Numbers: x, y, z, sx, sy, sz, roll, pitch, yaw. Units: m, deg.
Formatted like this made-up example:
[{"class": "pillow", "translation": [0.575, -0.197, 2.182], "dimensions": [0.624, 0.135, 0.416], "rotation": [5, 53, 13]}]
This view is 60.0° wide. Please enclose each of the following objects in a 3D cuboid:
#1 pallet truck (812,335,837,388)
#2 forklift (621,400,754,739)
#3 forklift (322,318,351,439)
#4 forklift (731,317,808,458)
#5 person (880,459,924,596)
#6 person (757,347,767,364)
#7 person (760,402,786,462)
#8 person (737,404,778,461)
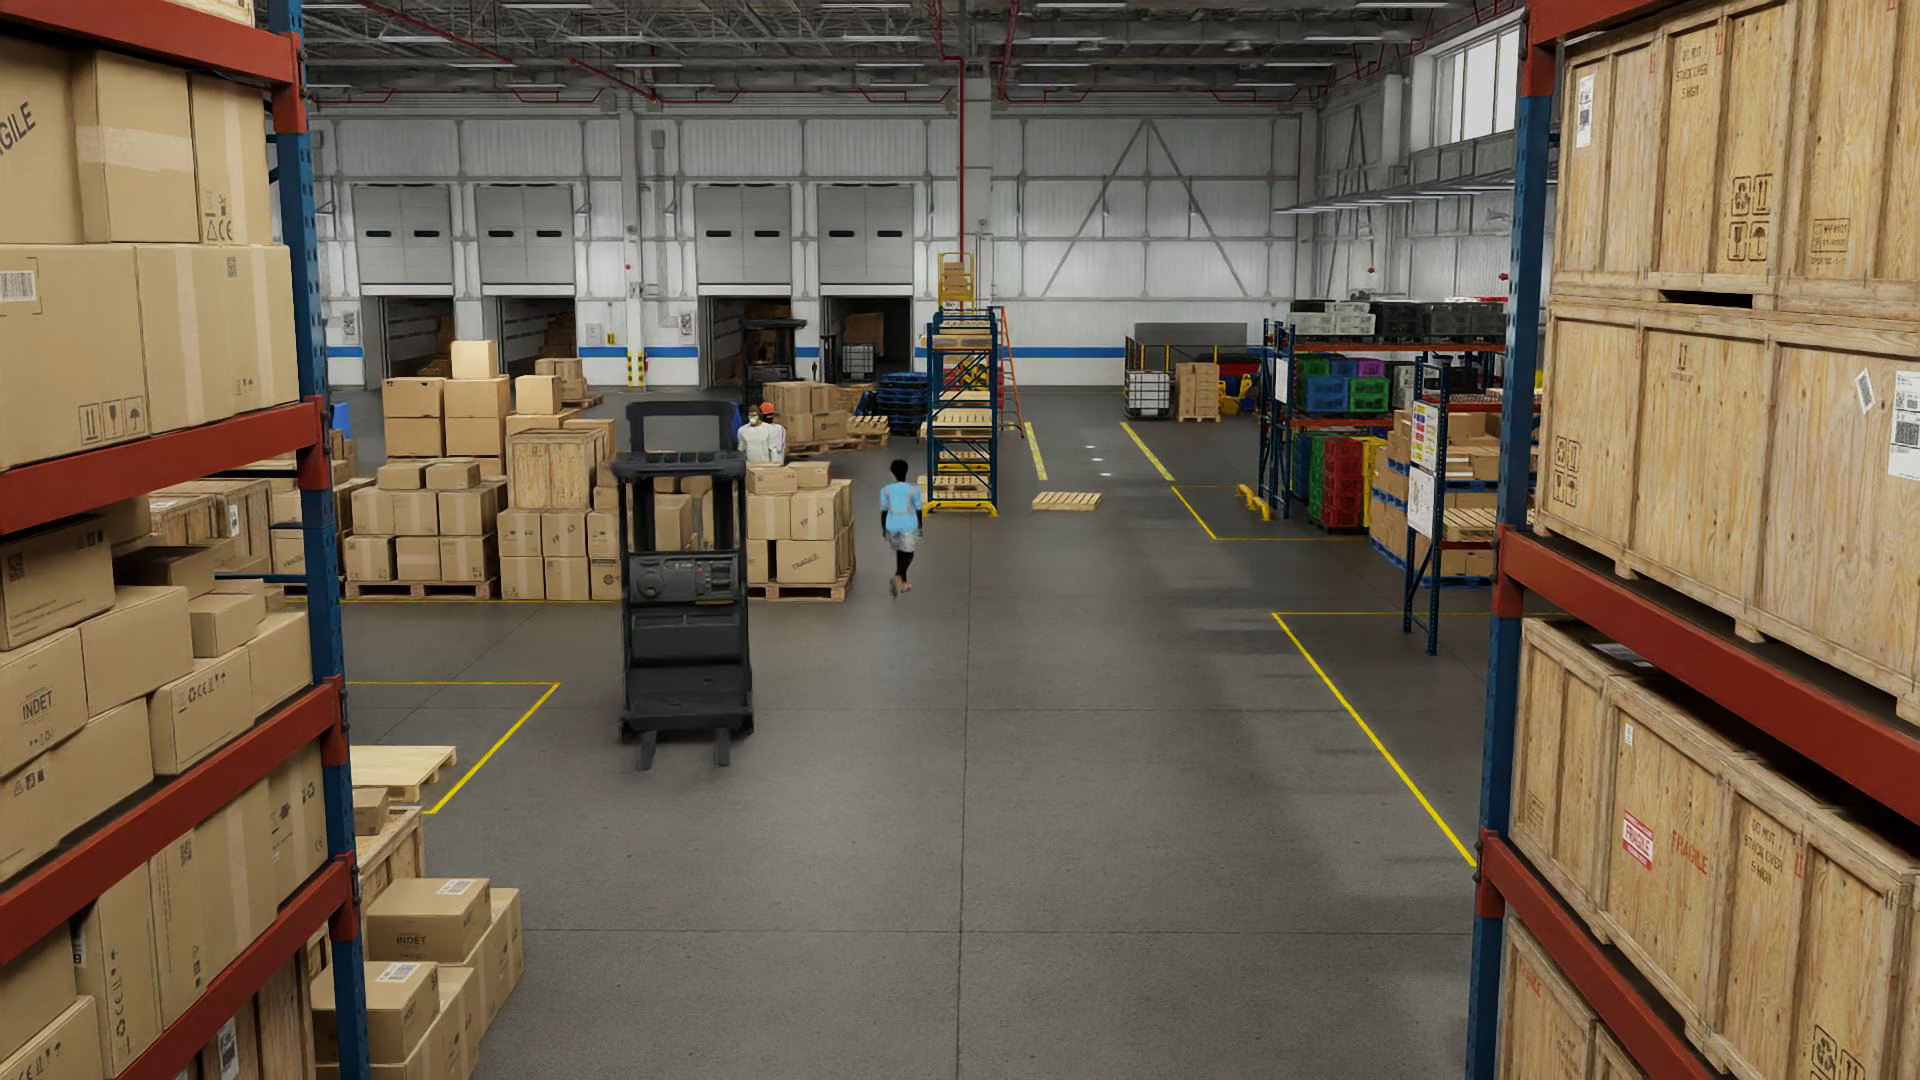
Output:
[{"class": "pallet truck", "translation": [-3.021, -4.312, 43.126], "dimensions": [1.885, 1.965, 0.823], "rotation": [3, 10, 17]}, {"class": "forklift", "translation": [-2.450, 0.154, 14.815], "dimensions": [1.129, 2.768, 1.873], "rotation": [-1, 10, -8]}, {"class": "forklift", "translation": [-13.005, -3.008, 33.057], "dimensions": [1.129, 2.768, 1.873], "rotation": [0, 10, 1]}, {"class": "forklift", "translation": [-3.956, -3.089, 33.522], "dimensions": [1.129, 2.768, 1.873], "rotation": [-5, 11, -27]}, {"class": "person", "translation": [-0.727, -0.141, 20.018], "dimensions": [0.528, 1.662, 0.731], "rotation": [3, 10, 19]}, {"class": "person", "translation": [-5.090, -4.127, 42.925], "dimensions": [0.318, 1.698, 0.533], "rotation": [-3, 10, -16]}, {"class": "person", "translation": [-2.819, -1.075, 24.640], "dimensions": [0.376, 1.933, 0.545], "rotation": [8, 12, 37]}, {"class": "person", "translation": [-2.970, -1.029, 24.408], "dimensions": [0.628, 1.929, 0.363], "rotation": [3, 10, 16]}]
